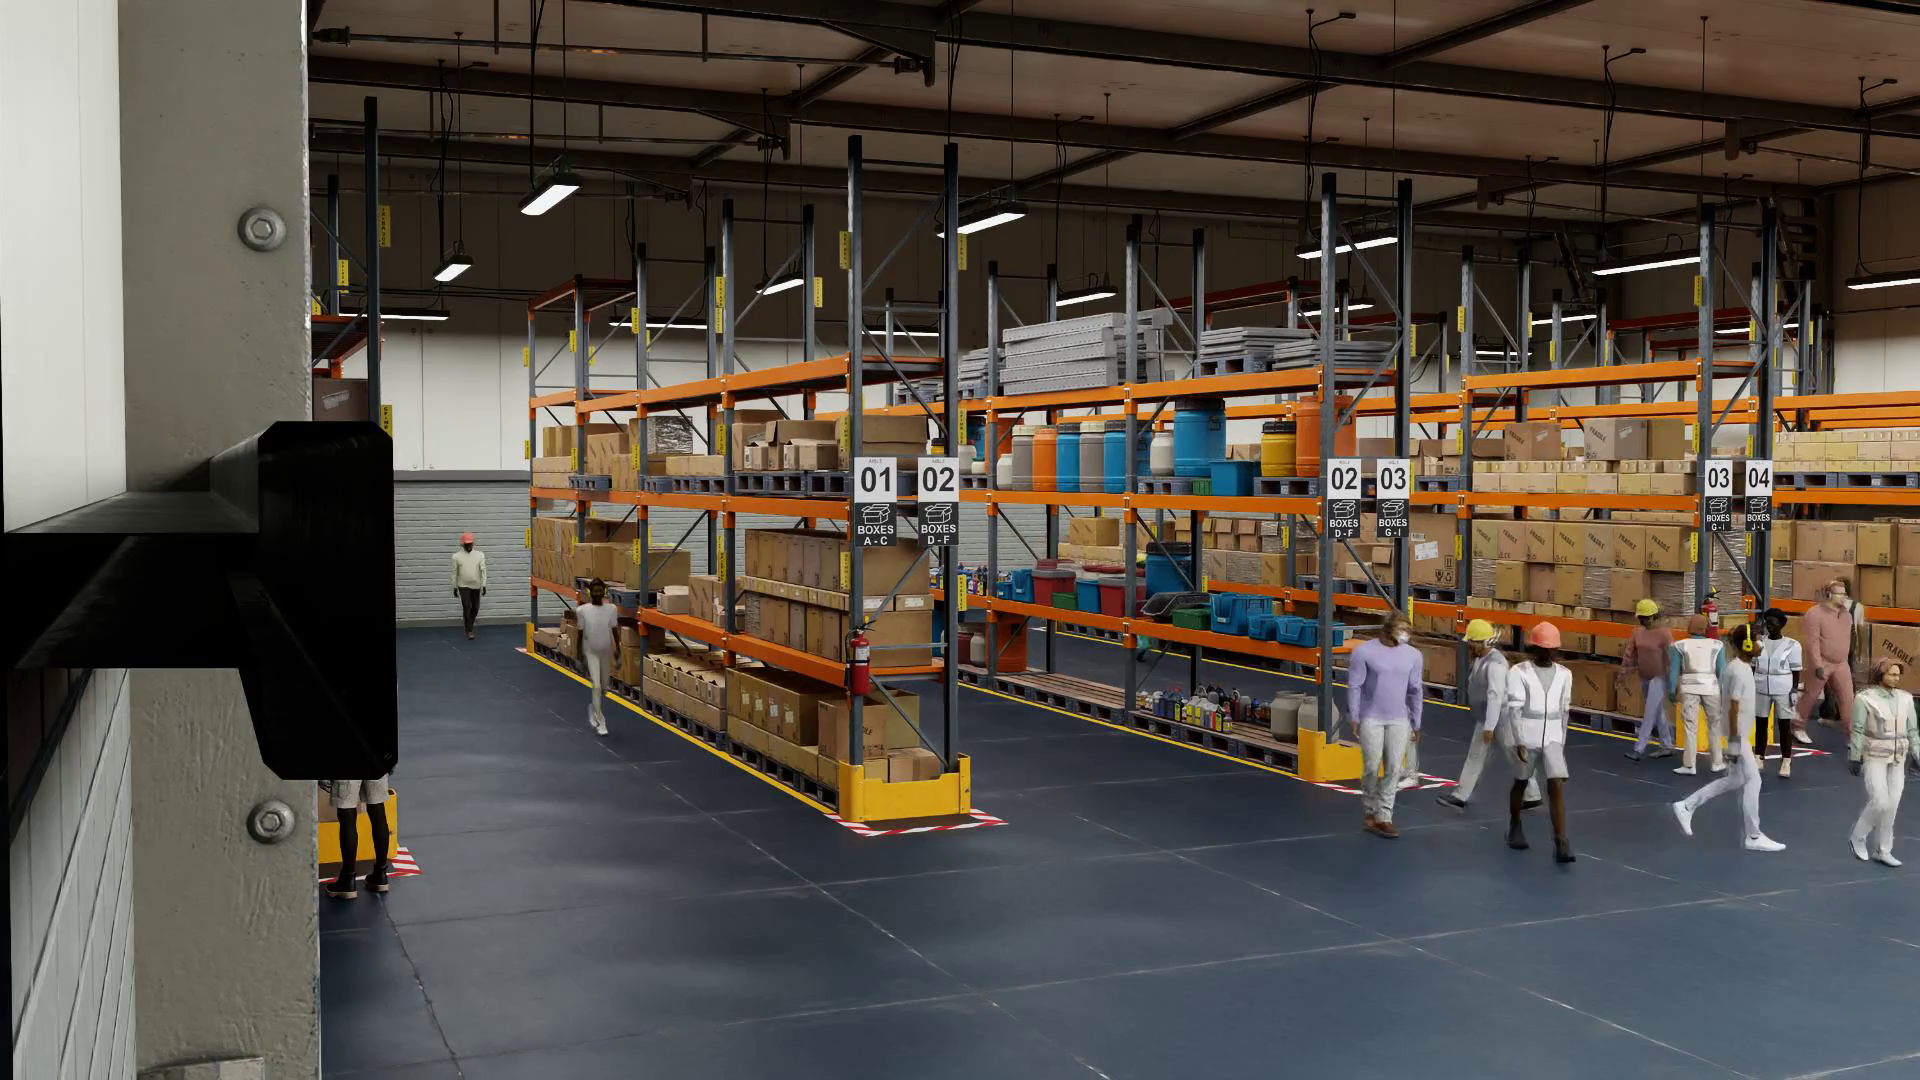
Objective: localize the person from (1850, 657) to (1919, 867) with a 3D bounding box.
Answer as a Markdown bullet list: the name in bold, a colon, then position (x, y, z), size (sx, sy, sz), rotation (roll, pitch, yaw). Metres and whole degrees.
- **person**: position (7.204, 1.723, 13.943), size (0.517, 1.623, 0.362), rotation (-1, 2, -15)

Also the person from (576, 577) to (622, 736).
- **person**: position (-4.261, 1.343, 21.093), size (0.526, 1.843, 0.817), rotation (-1, 2, -28)

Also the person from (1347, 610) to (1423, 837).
- **person**: position (3.601, 1.539, 15.124), size (0.672, 1.902, 0.457), rotation (0, 2, -5)

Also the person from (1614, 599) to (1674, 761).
- **person**: position (7.253, 1.482, 18.949), size (0.881, 1.707, 0.553), rotation (-1, 2, -25)

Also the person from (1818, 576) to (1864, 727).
- **person**: position (10.545, 1.343, 21.414), size (0.552, 1.823, 0.606), rotation (0, 2, -5)

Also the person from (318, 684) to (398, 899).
- **person**: position (-4.374, 1.590, 13.014), size (0.361, 1.965, 0.612), rotation (2, 3, 40)

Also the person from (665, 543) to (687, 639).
- **person**: position (-4.705, 0.994, 29.537), size (0.602, 1.887, 0.857), rotation (-1, 3, -30)

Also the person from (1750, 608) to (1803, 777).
- **person**: position (8.199, 1.530, 18.065), size (0.535, 1.697, 0.318), rotation (2, 3, 43)

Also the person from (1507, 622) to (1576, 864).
- **person**: position (4.628, 1.589, 14.295), size (0.545, 1.883, 1.041), rotation (0, 2, -1)

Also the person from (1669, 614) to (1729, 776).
- **person**: position (7.510, 1.564, 18.163), size (0.607, 1.618, 0.486), rotation (1, 2, 19)

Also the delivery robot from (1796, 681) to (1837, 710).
- **delivery robot**: position (10.703, 1.904, 22.313), size (0.477, 0.478, 0.707), rotation (-2, 3, -42)

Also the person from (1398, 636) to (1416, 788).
- **person**: position (4.265, 1.595, 17.392), size (0.387, 1.619, 0.508), rotation (-1, 2, -28)

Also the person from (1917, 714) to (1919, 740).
- **person**: position (11.043, 1.368, 20.081), size (0.699, 1.865, 0.602), rotation (1, 3, 29)

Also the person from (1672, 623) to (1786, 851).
- **person**: position (6.309, 1.590, 14.692), size (0.799, 1.847, 0.521), rotation (1, 2, 26)

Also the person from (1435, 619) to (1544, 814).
- **person**: position (4.775, 1.583, 16.030), size (1.007, 1.747, 0.597), rotation (0, 2, -3)

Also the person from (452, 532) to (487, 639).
- **person**: position (-9.065, 0.825, 33.086), size (0.617, 1.967, 0.858), rotation (-1, 2, -25)

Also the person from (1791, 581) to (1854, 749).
- **person**: position (9.666, 1.382, 19.970), size (0.645, 1.862, 0.984), rotation (-1, 2, -14)

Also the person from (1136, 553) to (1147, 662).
- **person**: position (2.899, 1.088, 28.778), size (0.547, 1.755, 0.372), rotation (-1, 2, -23)
